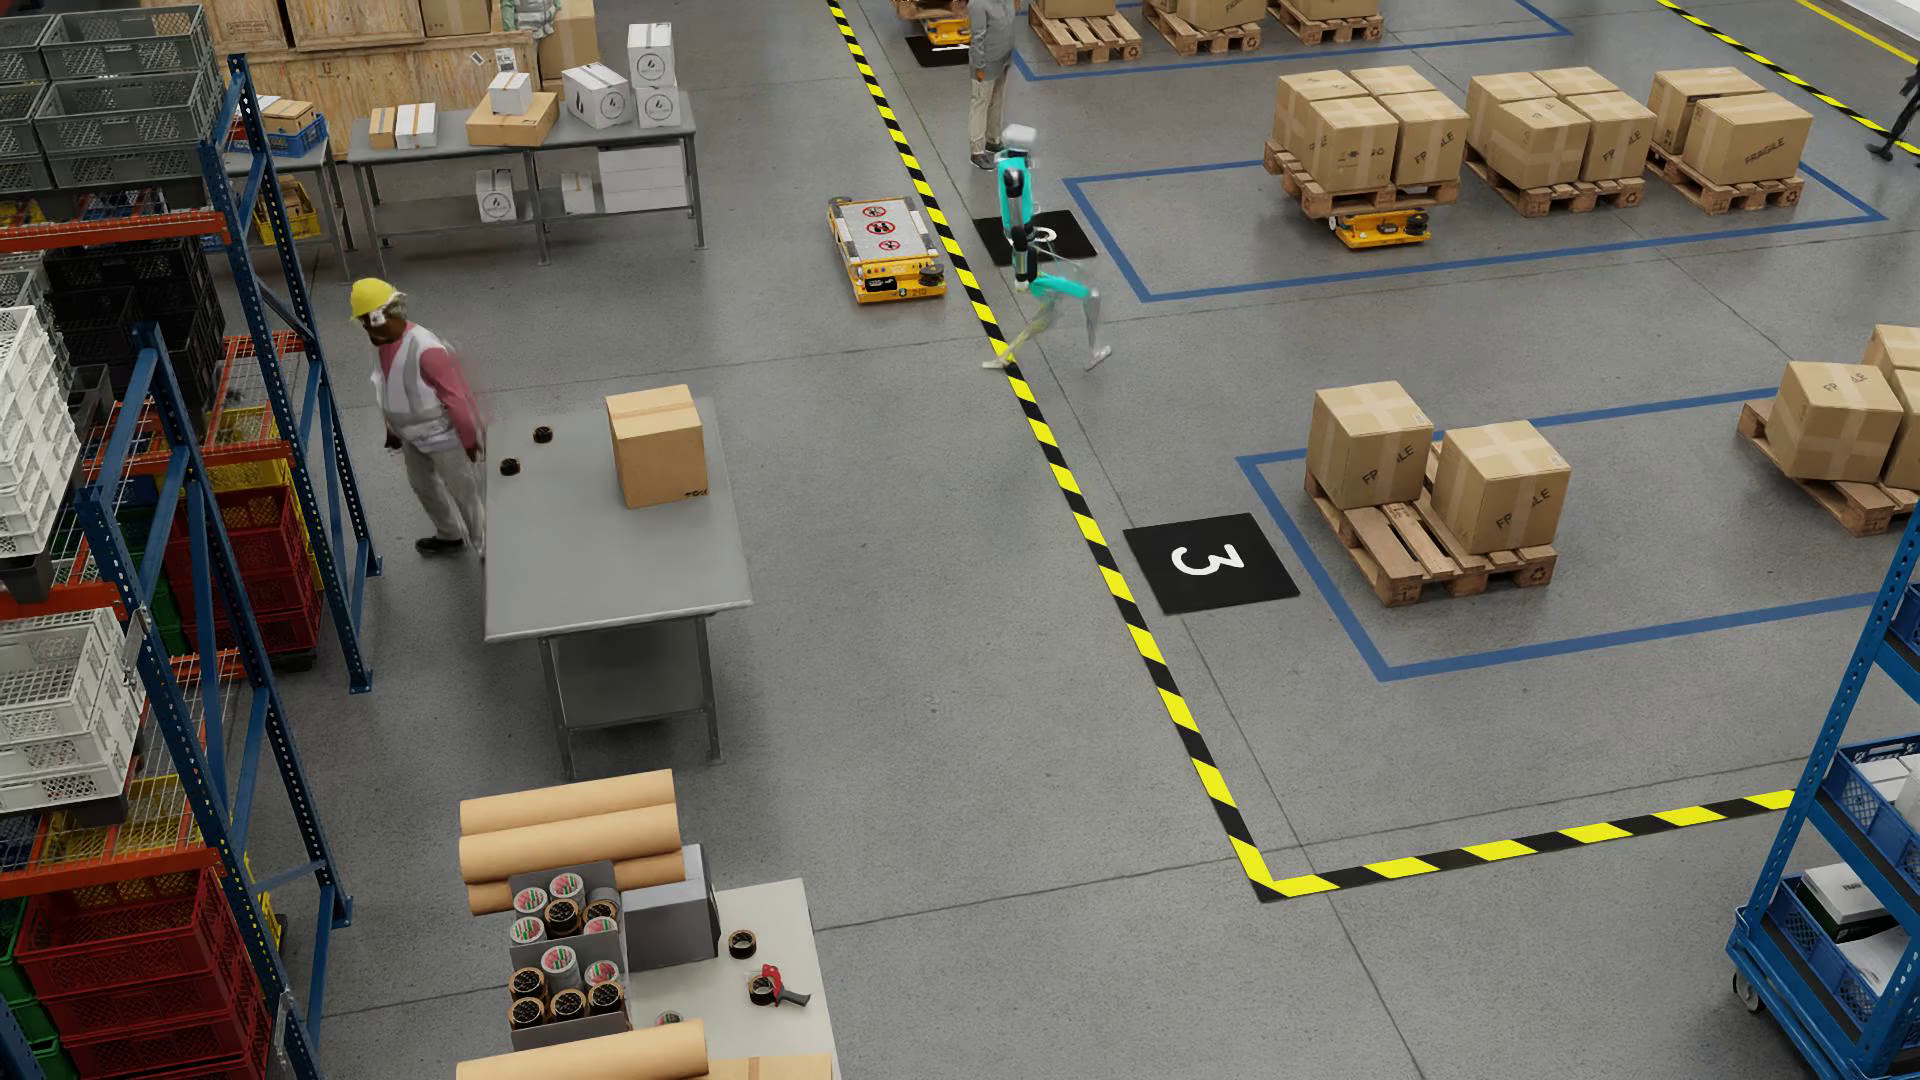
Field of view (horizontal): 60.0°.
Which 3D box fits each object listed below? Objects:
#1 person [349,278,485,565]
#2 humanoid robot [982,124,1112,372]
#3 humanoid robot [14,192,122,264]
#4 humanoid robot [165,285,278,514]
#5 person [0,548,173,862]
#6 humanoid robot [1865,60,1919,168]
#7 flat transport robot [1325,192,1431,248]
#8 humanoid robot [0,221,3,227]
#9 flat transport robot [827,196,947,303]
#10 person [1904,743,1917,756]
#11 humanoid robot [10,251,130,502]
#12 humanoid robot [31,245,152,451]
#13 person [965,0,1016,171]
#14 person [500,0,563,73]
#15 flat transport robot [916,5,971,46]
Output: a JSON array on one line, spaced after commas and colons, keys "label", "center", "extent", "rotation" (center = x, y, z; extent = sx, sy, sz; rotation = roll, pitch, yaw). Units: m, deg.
[{"label": "person", "center": [-2.873, -0.573, 9.062], "extent": [0.717, 1.786, 0.408], "rotation": [23, 43, 28]}, {"label": "humanoid robot", "center": [0.663, -1.843, 10.846], "extent": [1.024, 1.780, 0.530], "rotation": [-1, 37, -1]}, {"label": "humanoid robot", "center": [-5.723, -1.860, 10.871], "extent": [0.612, 1.643, 0.422], "rotation": [-24, 43, -29]}, {"label": "humanoid robot", "center": [-4.329, -0.761, 9.419], "extent": [0.686, 1.636, 0.593], "rotation": [-9, 37, -11]}, {"label": "person", "center": [-3.917, 0.696, 7.166], "extent": [0.692, 2.009, 0.554], "rotation": [20, 41, 24]}, {"label": "humanoid robot", "center": [7.967, -3.828, 13.528], "extent": [0.601, 1.637, 0.646], "rotation": [-14, 39, -18]}, {"label": "flat transport robot", "center": [3.134, -2.740, 13.213], "extent": [0.652, 0.197, 1.431], "rotation": [-8, 37, -10]}, {"label": "humanoid robot", "center": [-5.862, -1.166, 9.893], "extent": [0.674, 1.789, 0.542], "rotation": [-1, 37, -1]}, {"label": "flat transport robot", "center": [-0.570, -2.220, 12.538], "extent": [0.659, 0.231, 1.431], "rotation": [-8, 37, -10]}, {"label": "person", "center": [4.435, 0.744, 7.230], "extent": [0.388, 1.850, 0.587], "rotation": [-6, 37, -8]}, {"label": "humanoid robot", "center": [-5.107, -1.020, 9.581], "extent": [0.533, 1.677, 0.735], "rotation": [10, 38, 13]}, {"label": "humanoid robot", "center": [-4.818, -0.913, 9.582], "extent": [0.680, 1.827, 0.544], "rotation": [17, 40, 21]}, {"label": "person", "center": [0.242, -3.934, 13.583], "extent": [0.398, 1.769, 0.572], "rotation": [19, 40, 23]}, {"label": "person", "center": [-3.548, -4.276, 13.905], "extent": [0.412, 1.939, 0.602], "rotation": [24, 43, 29]}, {"label": "flat transport robot", "center": [-0.095, -5.308, 16.664], "extent": [0.652, 0.197, 1.431], "rotation": [-8, 37, -10]}]
